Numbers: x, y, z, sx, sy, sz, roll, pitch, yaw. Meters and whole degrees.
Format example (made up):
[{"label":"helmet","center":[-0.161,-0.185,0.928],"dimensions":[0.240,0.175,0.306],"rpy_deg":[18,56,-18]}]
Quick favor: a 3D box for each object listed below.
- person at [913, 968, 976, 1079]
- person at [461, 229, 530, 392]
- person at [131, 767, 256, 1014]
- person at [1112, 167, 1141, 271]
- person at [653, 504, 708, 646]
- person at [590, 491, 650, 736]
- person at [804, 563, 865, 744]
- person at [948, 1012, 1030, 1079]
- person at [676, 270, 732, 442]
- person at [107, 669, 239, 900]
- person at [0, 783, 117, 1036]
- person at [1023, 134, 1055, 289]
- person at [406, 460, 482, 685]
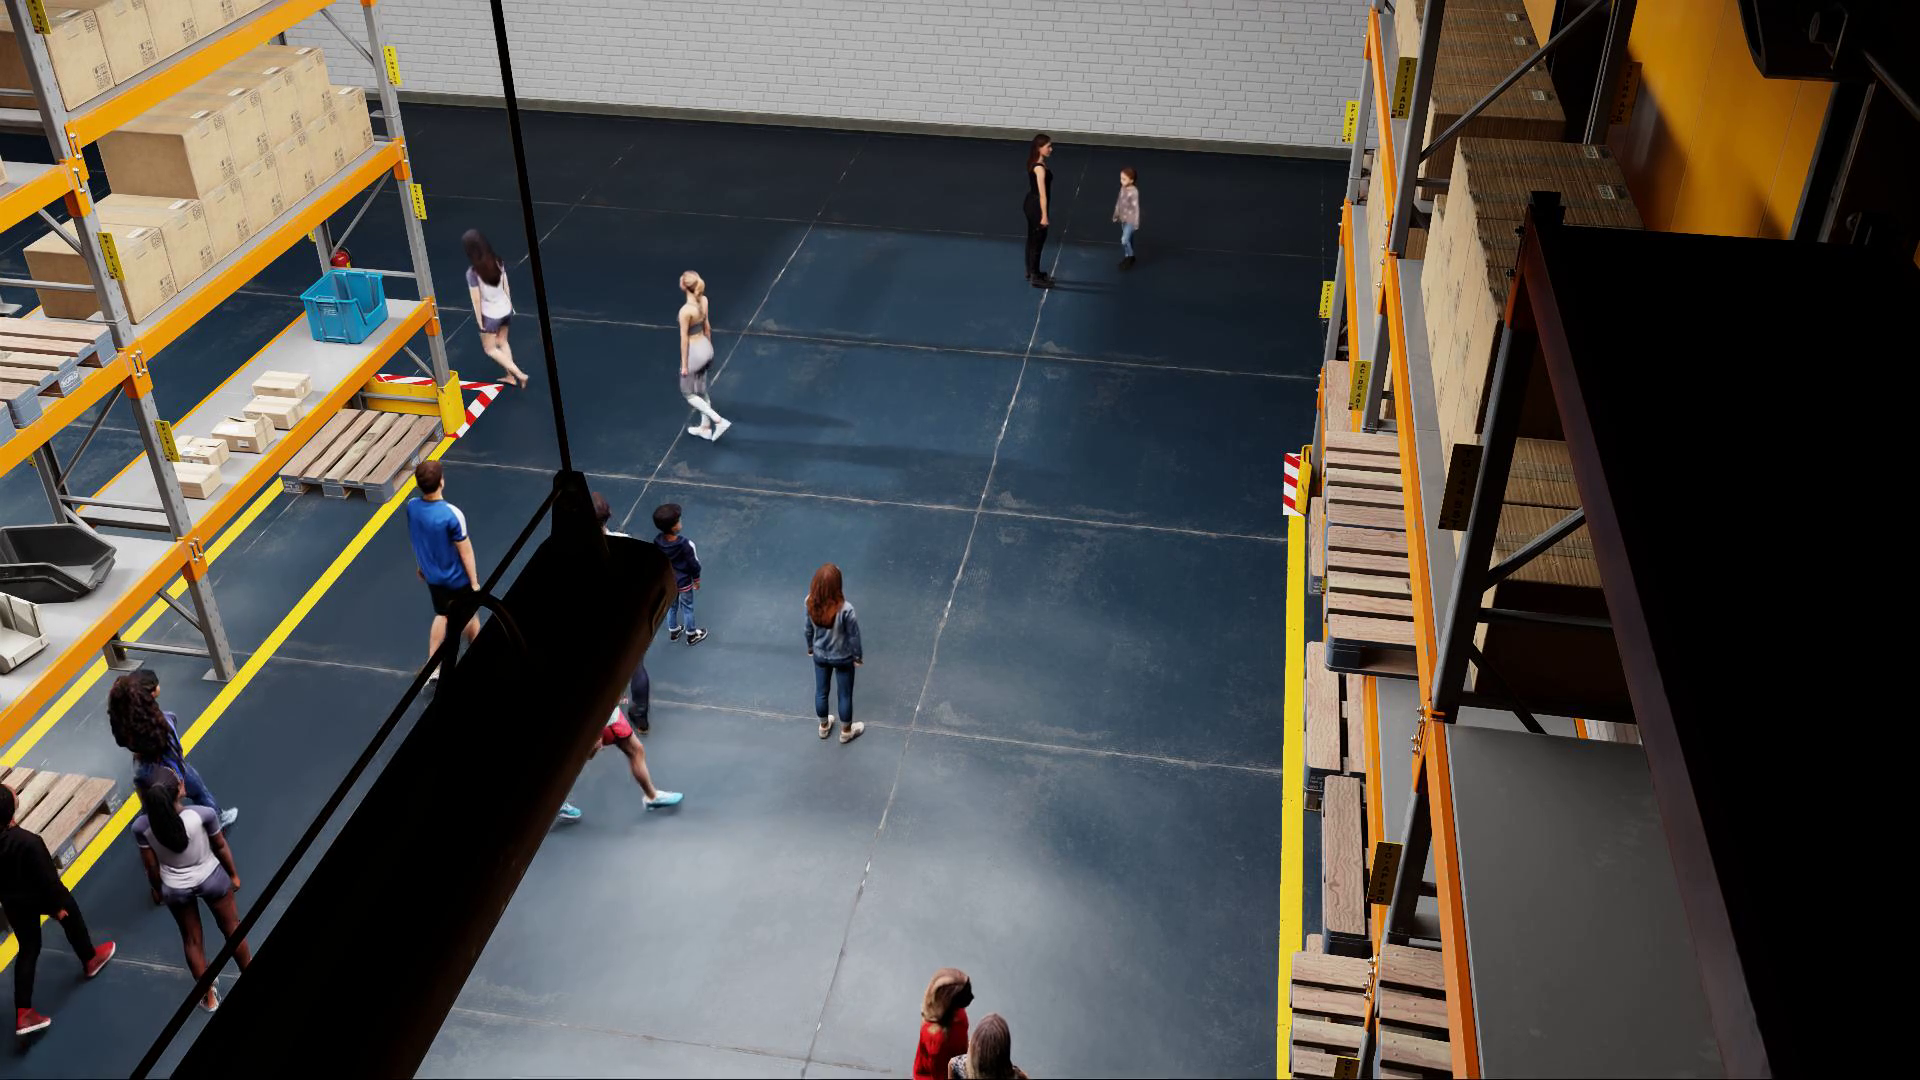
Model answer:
[{"label":"person","center":[-0.145,2.760,8.507],"dimensions":[0.789,1.682,0.908],"rpy_deg":[1,34,2]},{"label":"person","center":[-4.413,-2.137,15.872],"dimensions":[0.895,1.684,0.902],"rpy_deg":[24,40,31]},{"label":"person","center":[-4.426,1.993,9.608],"dimensions":[0.745,1.741,0.787],"rpy_deg":[-11,35,-16]},{"label":"person","center":[1.922,-3.583,18.494],"dimensions":[0.622,1.190,0.533],"rpy_deg":[-13,36,-18]},{"label":"person","center":[-2.161,0.264,12.676],"dimensions":[0.552,1.224,0.538],"rpy_deg":[12,36,18]},{"label":"person","center":[-2.404,0.577,11.657],"dimensions":[1.098,1.830,1.203],"rpy_deg":[-18,38,-25]},{"label":"person","center":[-0.894,0.789,11.658],"dimensions":[0.611,1.476,0.557],"rpy_deg":[12,35,17]},{"label":"person","center":[0.137,2.961,8.184],"dimensions":[0.572,1.705,0.499],"rpy_deg":[7,34,11]},{"label":"person","center":[-2.327,-1.635,15.109],"dimensions":[0.753,1.693,0.780],"rpy_deg":[16,37,23]},{"label":"person","center":[-5.060,1.537,10.441],"dimensions":[0.602,1.577,1.031],"rpy_deg":[6,34,9]},{"label":"person","center":[-5.364,2.108,9.523],"dimensions":[0.638,1.644,1.068],"rpy_deg":[3,34,4]},{"label":"person","center":[0.839,-3.577,18.036],"dimensions":[0.715,1.687,0.599],"rpy_deg":[-5,34,-8]},{"label":"person","center":[-3.780,0.277,12.086],"dimensions":[0.762,1.855,1.055],"rpy_deg":[10,35,15]}]
